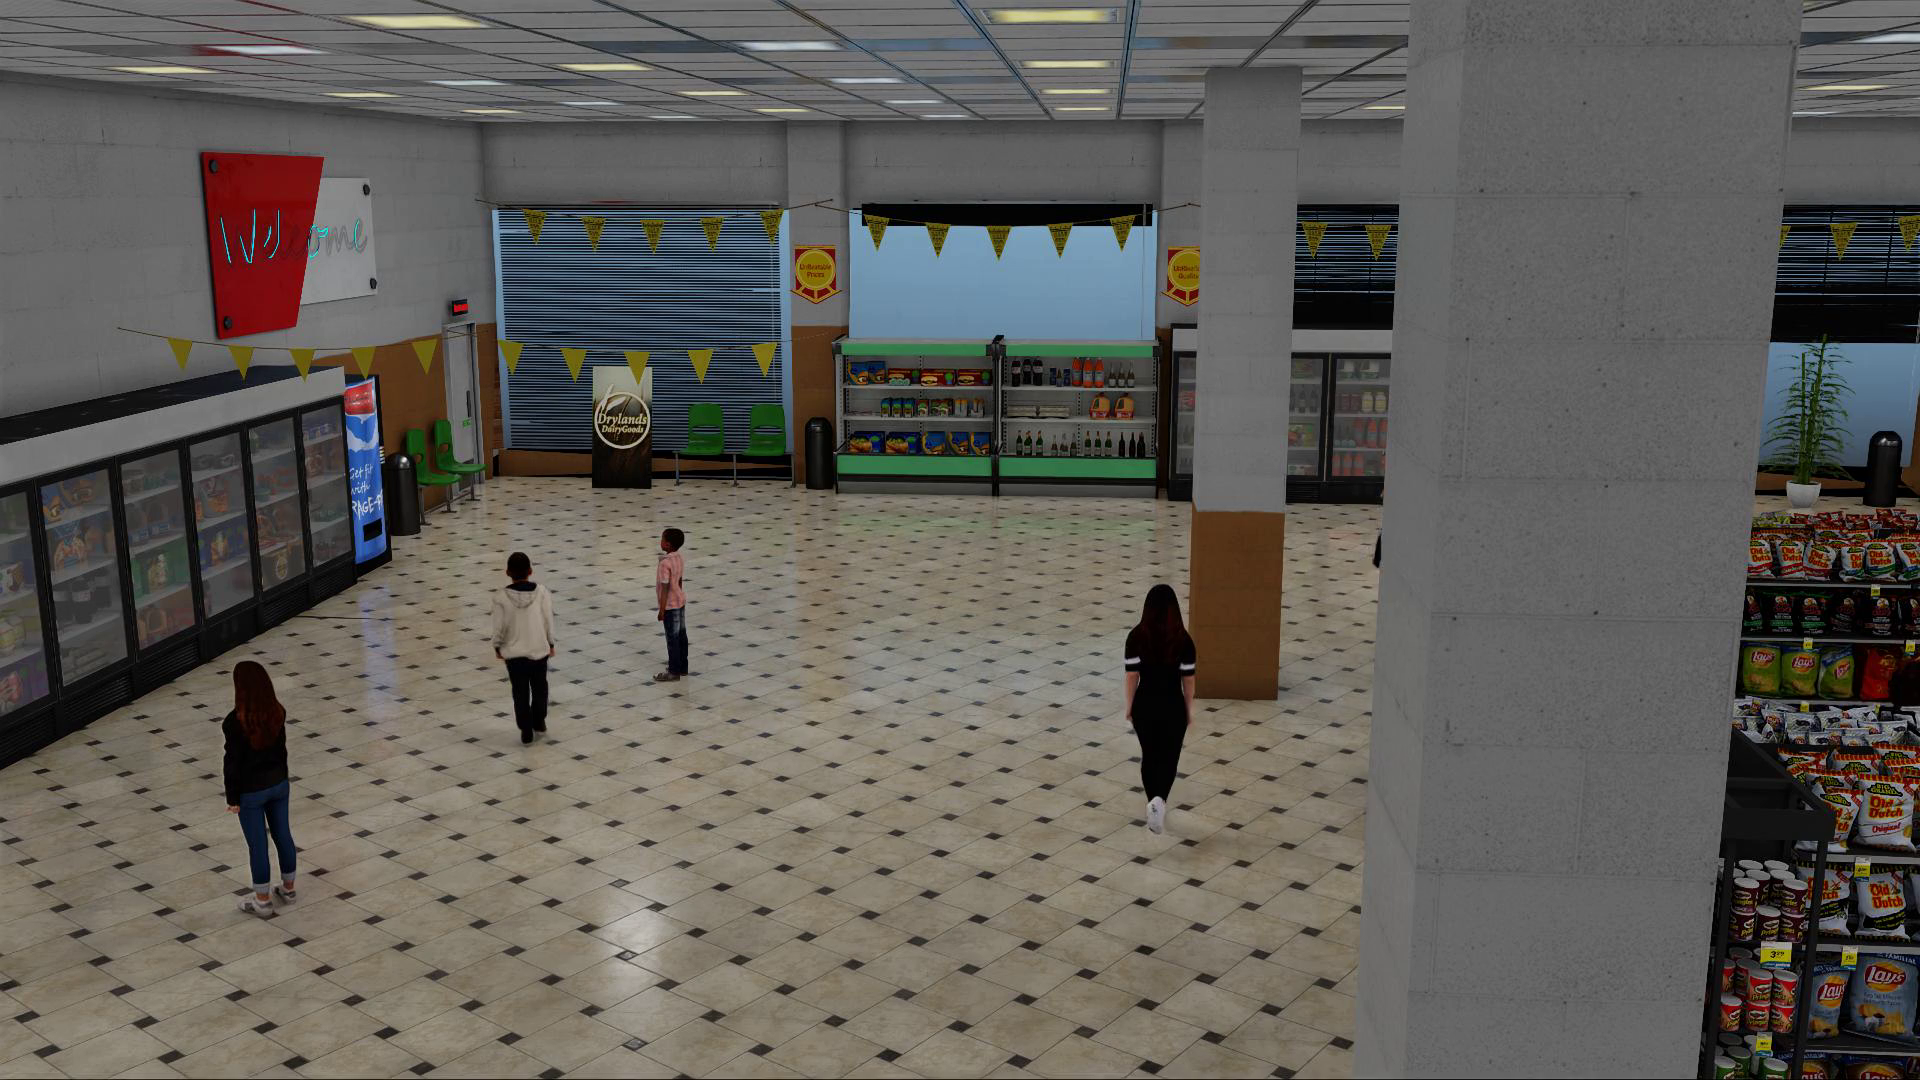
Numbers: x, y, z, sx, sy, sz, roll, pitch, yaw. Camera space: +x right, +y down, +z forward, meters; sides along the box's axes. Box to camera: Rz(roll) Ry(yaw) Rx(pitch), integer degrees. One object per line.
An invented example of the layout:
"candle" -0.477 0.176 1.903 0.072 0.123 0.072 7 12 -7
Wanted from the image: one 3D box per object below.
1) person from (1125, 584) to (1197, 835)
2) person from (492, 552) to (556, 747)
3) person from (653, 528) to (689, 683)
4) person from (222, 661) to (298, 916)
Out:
"person" 1.263 1.105 10.597 0.921 1.623 0.742 2 12 12
"person" -3.222 0.827 12.348 0.652 1.446 0.760 -4 12 -17
"person" -2.425 0.536 14.066 0.543 1.307 0.538 4 12 16
"person" -3.995 1.402 9.528 0.644 1.483 0.627 8 14 33
